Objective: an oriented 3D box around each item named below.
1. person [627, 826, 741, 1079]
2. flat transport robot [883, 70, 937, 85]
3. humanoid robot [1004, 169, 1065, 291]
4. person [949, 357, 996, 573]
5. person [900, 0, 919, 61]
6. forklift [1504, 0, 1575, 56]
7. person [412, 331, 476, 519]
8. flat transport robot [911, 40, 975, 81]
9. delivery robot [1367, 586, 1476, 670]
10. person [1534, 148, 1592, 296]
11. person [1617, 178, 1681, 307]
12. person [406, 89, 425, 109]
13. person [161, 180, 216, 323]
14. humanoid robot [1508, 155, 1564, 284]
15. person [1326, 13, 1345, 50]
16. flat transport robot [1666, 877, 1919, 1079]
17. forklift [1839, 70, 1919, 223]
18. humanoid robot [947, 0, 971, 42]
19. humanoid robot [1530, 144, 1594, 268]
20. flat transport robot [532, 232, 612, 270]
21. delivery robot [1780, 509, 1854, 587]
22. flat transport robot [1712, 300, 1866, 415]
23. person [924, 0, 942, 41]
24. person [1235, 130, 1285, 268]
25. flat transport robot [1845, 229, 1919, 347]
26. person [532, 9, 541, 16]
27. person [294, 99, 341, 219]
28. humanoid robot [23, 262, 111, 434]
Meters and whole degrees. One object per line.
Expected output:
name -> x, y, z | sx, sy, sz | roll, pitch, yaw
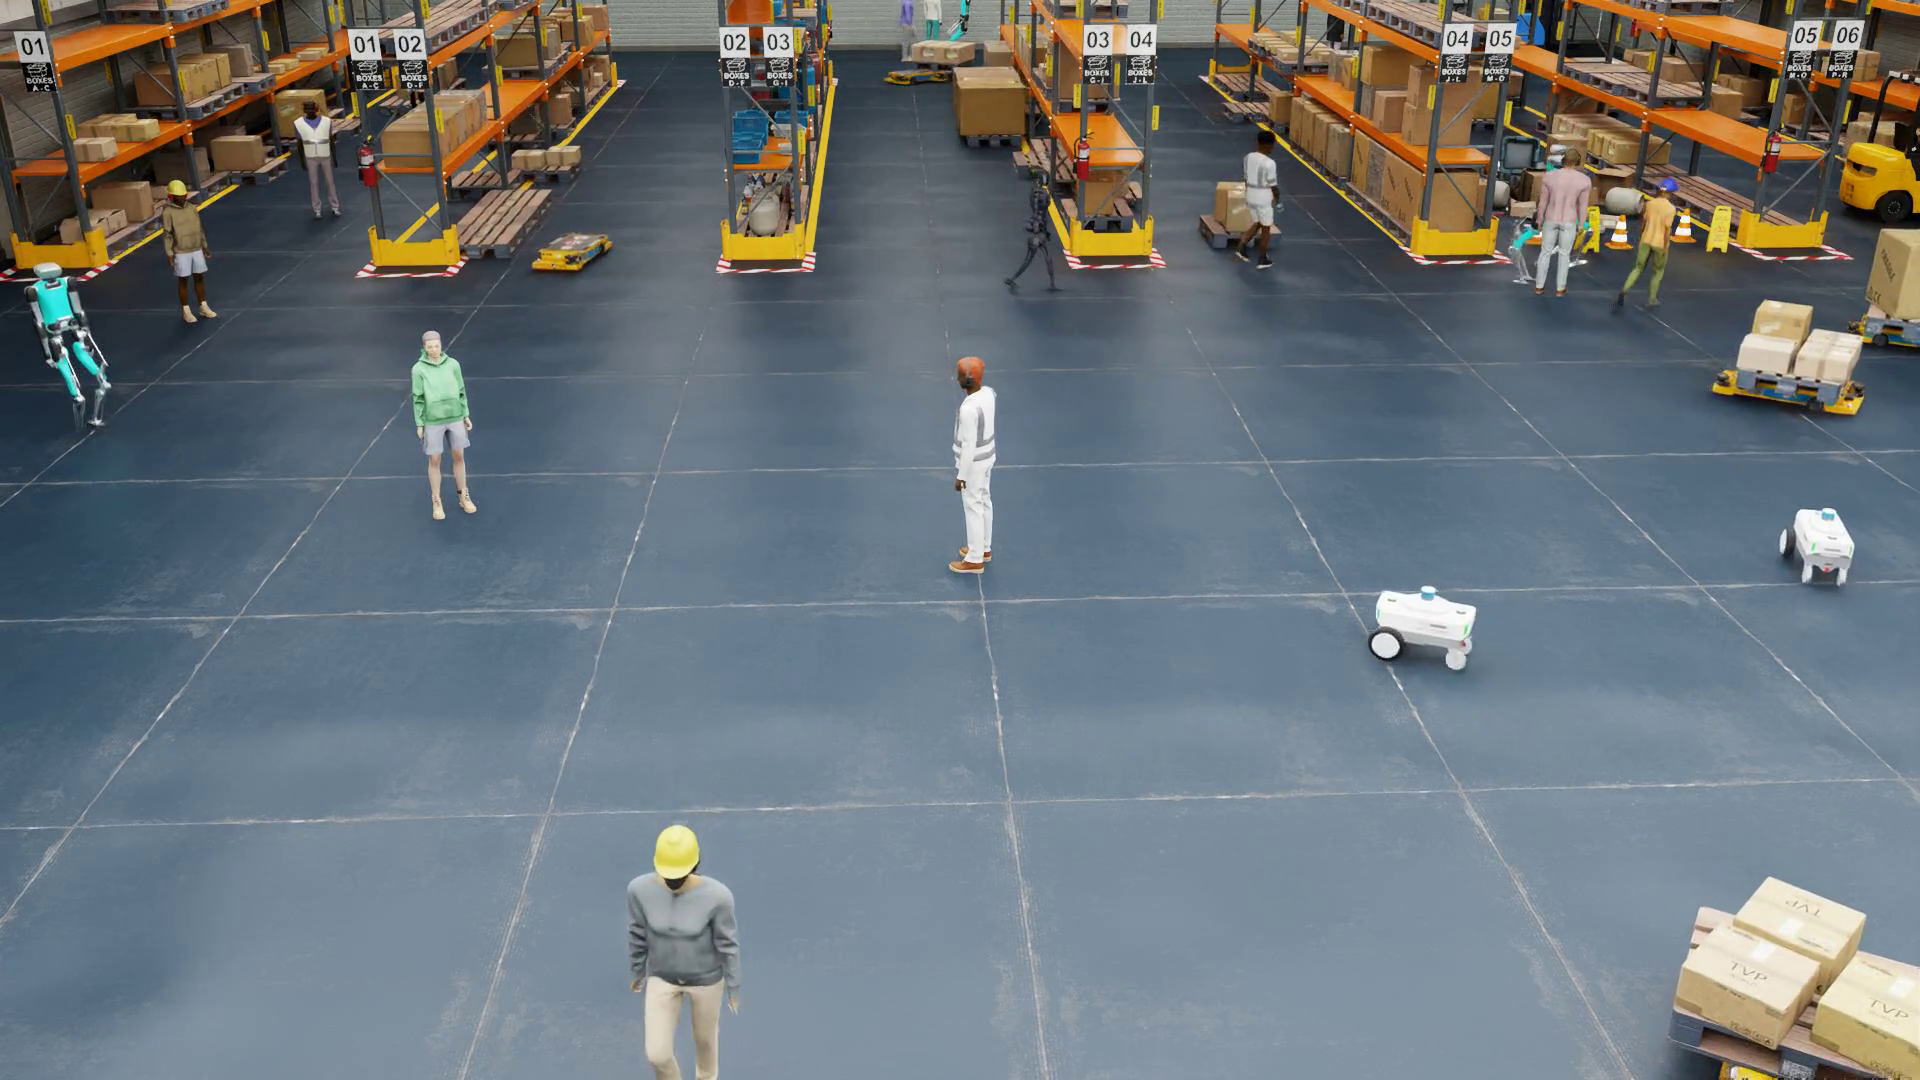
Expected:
person -> -1.312, 2.116, 7.889 | 0.557, 1.743, 0.563 | 1, 24, 2
flat transport robot -> -1.018, -10.792, 38.722 | 1.431, 0.231, 0.659 | -17, 29, -34
humanoid robot -> 1.004, -4.093, 22.015 | 0.824, 1.629, 0.596 | 7, 25, 15
person -> 0.108, -0.632, 13.909 | 0.356, 1.883, 0.572 | 8, 25, 18
person -> -1.207, -12.864, 41.517 | 0.615, 1.777, 0.644 | 0, 24, 0
forklift -> 14.700, -13.805, 42.301 | 1.873, 2.768, 1.129 | -1, 24, -2
person -> -4.672, -1.055, 15.028 | 0.485, 1.742, 0.327 | -14, 28, -29
flat transport robot -> -0.385, -10.988, 39.162 | 0.659, 0.231, 1.431 | 10, 26, 21
delivery robot -> 3.534, 0.632, 12.672 | 0.747, 0.570, 0.499 | 10, 26, 22
person -> 7.871, -4.159, 21.786 | 0.621, 1.932, 0.369 | 11, 26, 23
person -> 8.795, -3.758, 21.167 | 0.710, 1.688, 0.452 | -18, 30, -35
person -> -11.087, -9.346, 33.730 | 0.551, 1.683, 0.396 | -2, 24, -4
person -> -9.655, -3.617, 20.762 | 0.409, 1.760, 0.554 | 16, 29, 32
humanoid robot -> 7.693, -4.298, 22.315 | 0.764, 1.769, 0.539 | 17, 29, 33
person -> 8.962, -12.103, 39.717 | 0.412, 1.856, 0.530 | -12, 27, -26
flat transport robot -> 4.356, 2.611, 8.605 | 0.659, 0.231, 1.431 | 13, 27, 27
forklift -> 15.132, -6.143, 25.915 | 2.313, 2.155, 1.214 | -1, 24, -2
humanoid robot -> -0.082, -12.691, 41.069 | 0.723, 1.706, 0.532 | -5, 25, -12
humanoid robot -> 8.459, -4.596, 23.012 | 0.936, 1.757, 0.580 | -2, 24, -4
flat transport robot -> -5.523, -4.121, 23.733 | 0.659, 0.231, 1.431 | 4, 24, 8
delivery robot -> 7.289, 0.017, 14.059 | 0.499, 0.576, 0.757 | 6, 25, 14
flat transport robot -> 9.071, -1.658, 18.198 | 1.431, 0.231, 0.659 | 15, 28, 30
person -> -0.681, -13.279, 42.468 | 0.524, 1.768, 0.312 | 16, 28, 31
person -> 4.196, -4.716, 23.025 | 0.464, 1.925, 0.635 | -12, 27, -25
flat transport robot -> 11.471, -2.469, 20.021 | 1.431, 0.231, 0.659 | 14, 27, 28
person -> -10.397, -12.641, 40.916 | 0.504, 1.864, 0.371 | 22, 32, 40
person -> -10.002, -5.948, 25.913 | 0.558, 1.836, 0.390 | -12, 27, -25
humanoid robot -> -9.010, -1.875, 17.001 | 0.727, 1.878, 0.542 | 16, 29, 32
